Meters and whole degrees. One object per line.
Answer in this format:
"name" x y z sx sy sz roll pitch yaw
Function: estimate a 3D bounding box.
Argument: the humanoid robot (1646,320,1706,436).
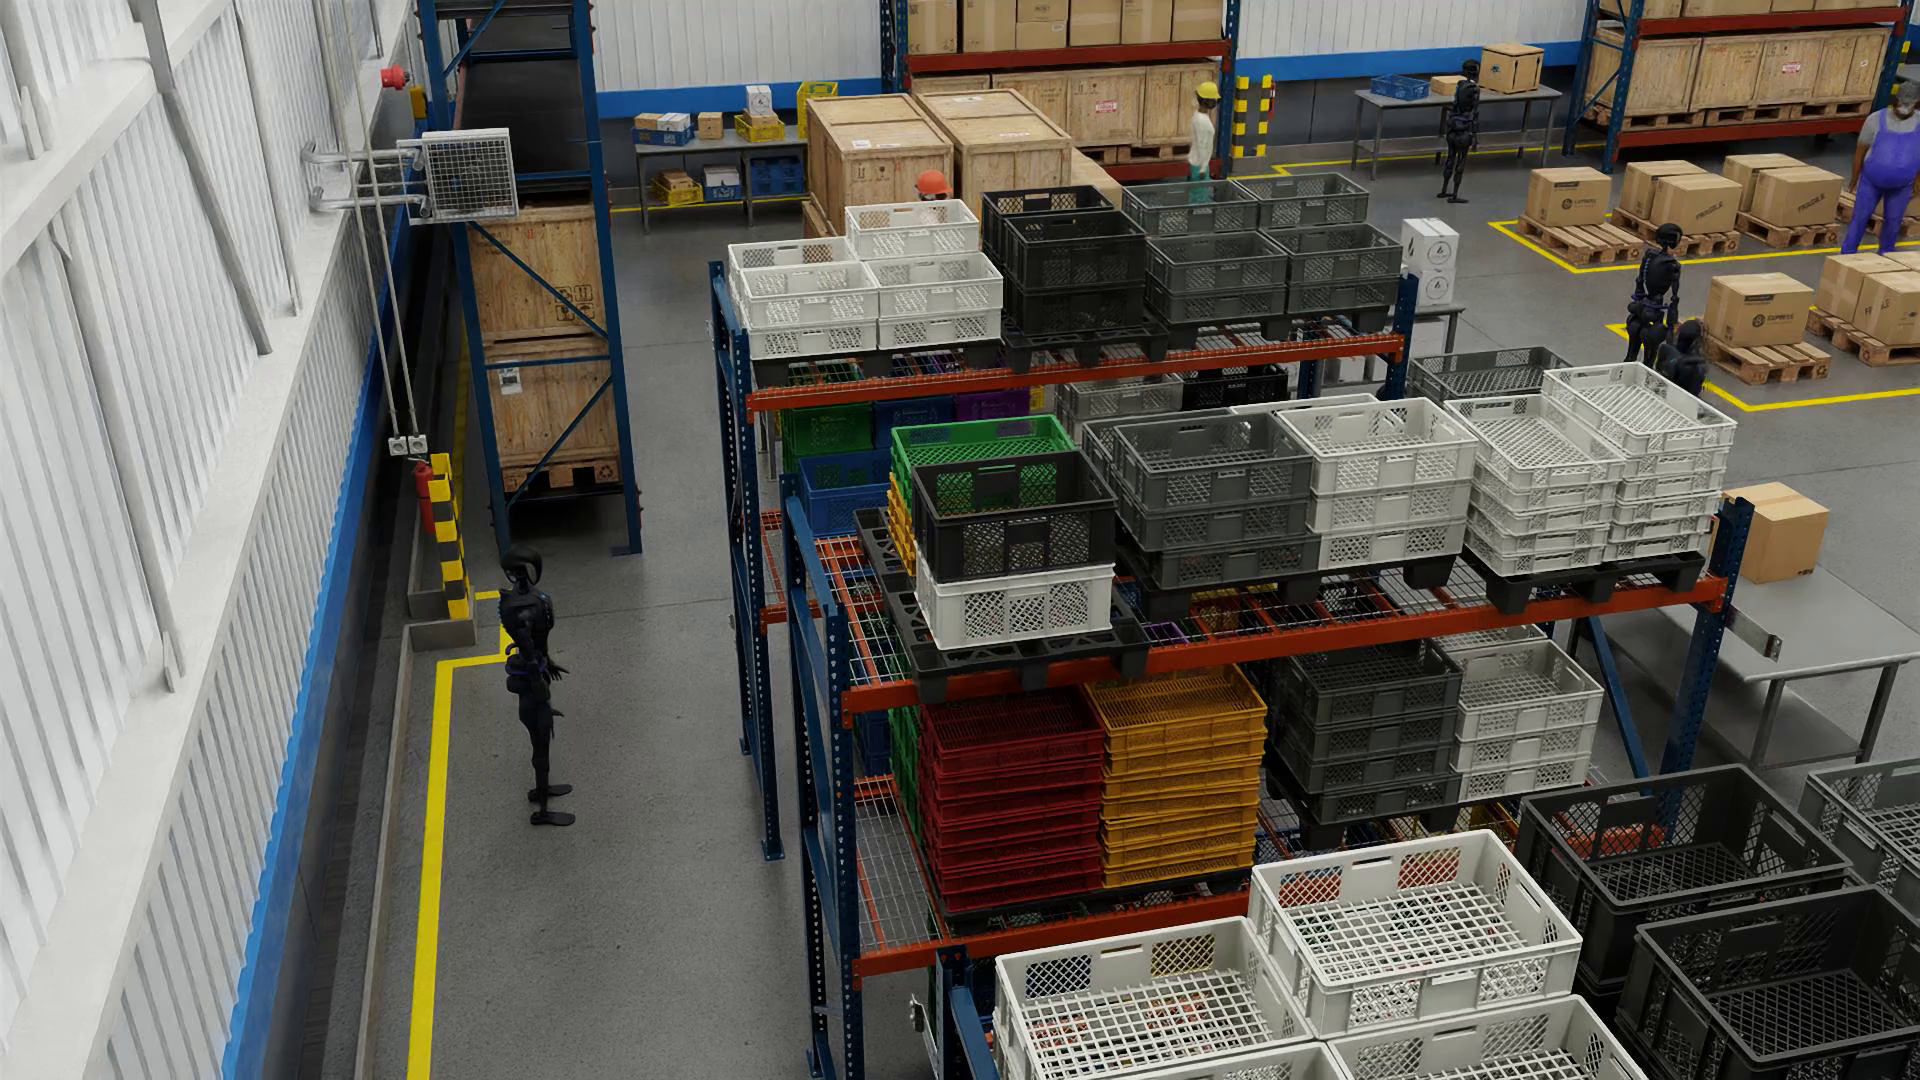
"humanoid robot" 5.195 -0.867 12.222 0.669 1.625 0.595 -9 29 -17

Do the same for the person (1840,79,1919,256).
"person" 9.662 -3.776 17.312 0.685 2.000 0.536 11 30 20

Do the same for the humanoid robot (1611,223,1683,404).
"humanoid robot" 5.854 -1.874 14.076 0.323 1.657 0.596 -6 28 -12

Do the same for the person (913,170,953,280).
"person" -0.250 -2.217 14.404 0.378 1.994 0.613 -6 28 -12

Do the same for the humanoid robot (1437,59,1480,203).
"humanoid robot" 5.971 -4.865 19.748 0.323 1.660 0.596 -6 28 -12

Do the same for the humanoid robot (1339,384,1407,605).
"humanoid robot" 2.788 -0.270 11.034 0.323 1.657 0.596 -6 28 -12

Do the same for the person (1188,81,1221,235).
"person" 2.665 -4.168 18.362 0.347 1.777 0.527 1 28 2

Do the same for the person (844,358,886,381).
"person" -0.627 -0.718 11.630 0.365 1.926 0.588 -6 28 -12

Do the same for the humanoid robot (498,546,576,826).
"humanoid robot" -2.294 0.773 9.054 0.323 1.657 0.596 -6 28 -12
